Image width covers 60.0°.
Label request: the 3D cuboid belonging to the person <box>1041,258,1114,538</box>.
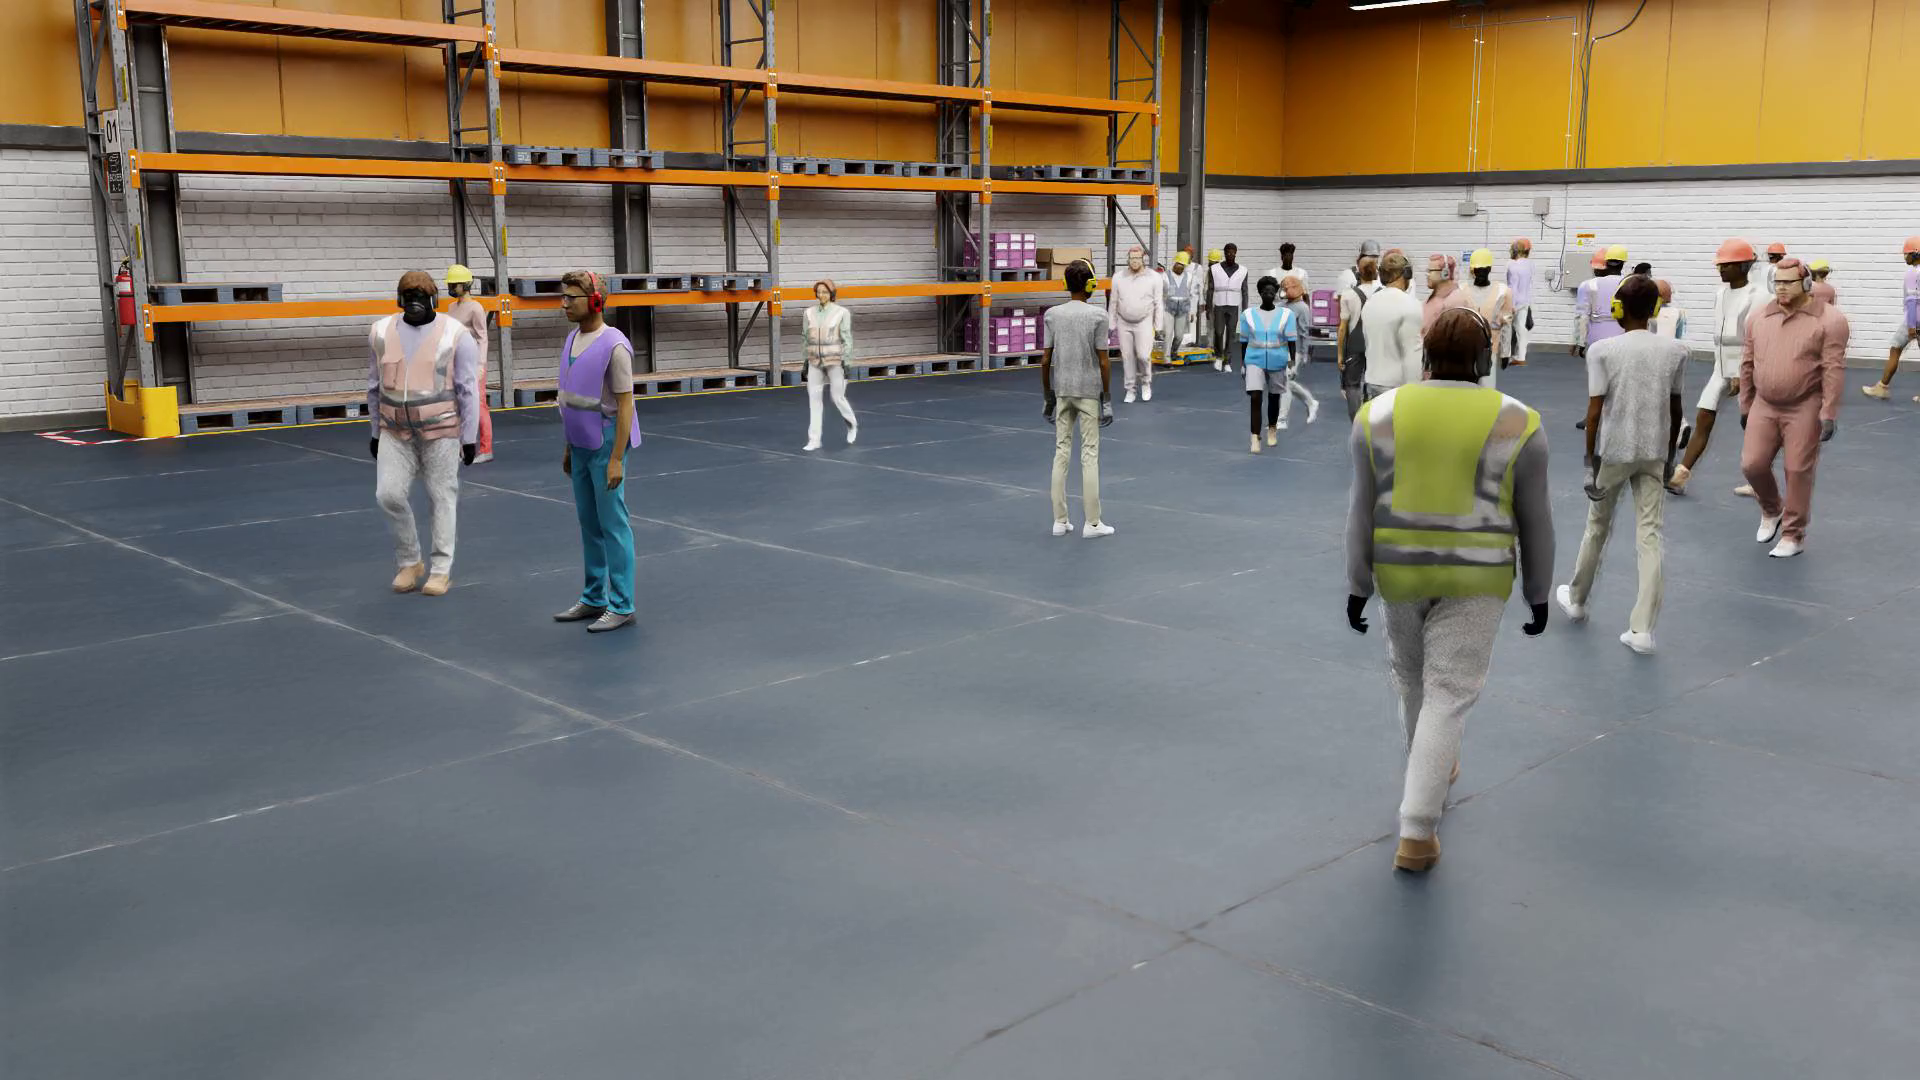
[{"bbox_3d":[0.790,-0.950,11.190,0.521,1.873,0.335,6,12,31],"label":"person"}]

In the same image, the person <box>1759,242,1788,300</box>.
[{"bbox_3d":[12.362,-3.584,25.424,0.800,1.916,0.578,1,10,4],"label":"person"}]

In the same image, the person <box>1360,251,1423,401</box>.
[{"bbox_3d":[3.040,-1.068,11.745,0.364,1.912,0.673,-4,11,-21],"label":"person"}]

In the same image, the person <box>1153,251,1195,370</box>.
[{"bbox_3d":[3.240,-3.489,25.263,0.633,1.791,0.679,-1,10,-7],"label":"person"}]

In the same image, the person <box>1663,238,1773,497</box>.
[{"bbox_3d":[5.880,-1.302,12.766,1.031,1.985,0.633,-3,11,-14],"label":"person"}]

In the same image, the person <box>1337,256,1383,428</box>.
[{"bbox_3d":[3.906,-1.807,16.005,0.515,1.826,0.658,1,10,3],"label":"person"}]

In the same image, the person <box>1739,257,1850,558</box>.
[{"bbox_3d":[5.233,-0.834,10.512,0.461,1.888,0.669,-9,14,-41],"label":"person"}]

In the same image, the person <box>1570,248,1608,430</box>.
[{"bbox_3d":[6.796,-2.121,17.520,0.829,1.901,0.549,-8,13,-37],"label":"person"}]

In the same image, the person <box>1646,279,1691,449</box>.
[{"bbox_3d":[6.507,-1.602,15.427,0.520,1.617,0.581,-3,11,-17],"label":"person"}]

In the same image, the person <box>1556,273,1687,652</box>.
[{"bbox_3d":[3.345,-0.407,8.345,0.523,1.825,0.939,1,10,5],"label":"person"}]

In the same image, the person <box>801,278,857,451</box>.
[{"bbox_3d":[-1.258,-1.671,15.804,0.533,1.622,0.647,5,11,24],"label":"person"}]

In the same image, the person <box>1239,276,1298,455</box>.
[{"bbox_3d":[2.900,-1.665,15.681,0.539,1.658,0.873,2,11,10],"label":"person"}]

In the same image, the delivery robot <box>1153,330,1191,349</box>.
[{"bbox_3d":[3.447,-3.237,26.993,0.477,0.478,0.707,9,14,40],"label":"delivery robot"}]

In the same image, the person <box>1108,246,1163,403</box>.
[{"bbox_3d":[2.100,-2.587,20.056,0.660,1.890,0.425,4,11,19],"label":"person"}]

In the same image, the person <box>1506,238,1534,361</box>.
[{"bbox_3d":[8.887,-3.806,26.465,0.643,1.976,0.427,-9,14,-40],"label":"person"}]

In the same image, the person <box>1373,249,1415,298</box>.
[{"bbox_3d":[4.816,-2.323,18.671,0.576,1.872,0.445,-3,11,-15],"label":"person"}]

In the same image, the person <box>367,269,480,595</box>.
[{"bbox_3d":[-3.015,-0.595,9.347,0.661,1.831,0.473,0,10,2],"label":"person"}]

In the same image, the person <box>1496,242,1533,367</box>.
[{"bbox_3d":[8.558,-3.650,25.769,0.644,1.915,0.630,-9,14,-40],"label":"person"}]

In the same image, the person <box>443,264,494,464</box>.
[{"bbox_3d":[-4.397,-1.555,14.778,0.533,1.766,0.331,9,14,41],"label":"person"}]

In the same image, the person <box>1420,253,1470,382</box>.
[{"bbox_3d":[4.017,-1.421,13.746,0.857,1.881,0.651,-1,10,-5],"label":"person"}]

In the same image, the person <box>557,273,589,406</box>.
[{"bbox_3d":[-4.098,-2.084,18.053,0.595,1.612,0.504,-6,12,-31],"label":"person"}]

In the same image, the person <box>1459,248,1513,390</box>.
[{"bbox_3d":[5.043,-1.875,16.144,0.592,1.905,0.658,4,11,22],"label":"person"}]

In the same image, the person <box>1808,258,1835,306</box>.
[{"bbox_3d":[10.832,-2.661,20.903,0.522,1.741,0.710,-5,12,-25],"label":"person"}]

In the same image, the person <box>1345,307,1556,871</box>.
[{"bbox_3d":[1.630,0.131,5.522,0.642,1.787,0.977,6,12,29],"label":"person"}]

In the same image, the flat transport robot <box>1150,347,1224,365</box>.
[{"bbox_3d":[3.516,-2.910,26.244,0.652,0.197,1.431,10,14,42],"label":"flat transport robot"}]

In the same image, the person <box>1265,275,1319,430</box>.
[{"bbox_3d":[3.519,-1.970,17.468,0.698,1.613,0.507,-5,12,-25],"label":"person"}]

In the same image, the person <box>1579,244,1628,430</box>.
[{"bbox_3d":[6.677,-2.060,17.089,0.594,1.924,0.383,4,11,22],"label":"person"}]

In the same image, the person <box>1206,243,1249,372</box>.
[{"bbox_3d":[3.967,-3.441,24.677,0.626,1.902,0.460,0,10,-1],"label":"person"}]

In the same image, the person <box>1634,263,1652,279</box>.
[{"bbox_3d":[9.311,-2.964,22.772,0.897,1.641,0.550,7,13,35],"label":"person"}]

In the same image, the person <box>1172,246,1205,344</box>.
[{"bbox_3d":[3.829,-4.047,28.180,0.641,1.844,0.697,7,13,35],"label":"person"}]

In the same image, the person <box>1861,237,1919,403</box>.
[{"bbox_3d":[11.529,-2.670,20.236,0.631,1.992,1.003,-5,12,-27],"label":"person"}]

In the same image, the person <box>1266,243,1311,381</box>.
[{"bbox_3d":[4.560,-3.167,23.176,0.621,1.913,1.026,-1,10,-6],"label":"person"}]

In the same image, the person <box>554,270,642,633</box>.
[{"bbox_3d":[-1.857,-0.457,8.560,0.388,1.847,0.563,-9,14,-40],"label":"person"}]

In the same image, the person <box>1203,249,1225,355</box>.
[{"bbox_3d":[4.291,-4.005,28.047,0.405,1.805,0.637,-2,11,-12],"label":"person"}]

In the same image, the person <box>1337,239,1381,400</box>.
[{"bbox_3d":[4.897,-2.674,20.124,0.696,2.000,1.030,-1,10,-6],"label":"person"}]
